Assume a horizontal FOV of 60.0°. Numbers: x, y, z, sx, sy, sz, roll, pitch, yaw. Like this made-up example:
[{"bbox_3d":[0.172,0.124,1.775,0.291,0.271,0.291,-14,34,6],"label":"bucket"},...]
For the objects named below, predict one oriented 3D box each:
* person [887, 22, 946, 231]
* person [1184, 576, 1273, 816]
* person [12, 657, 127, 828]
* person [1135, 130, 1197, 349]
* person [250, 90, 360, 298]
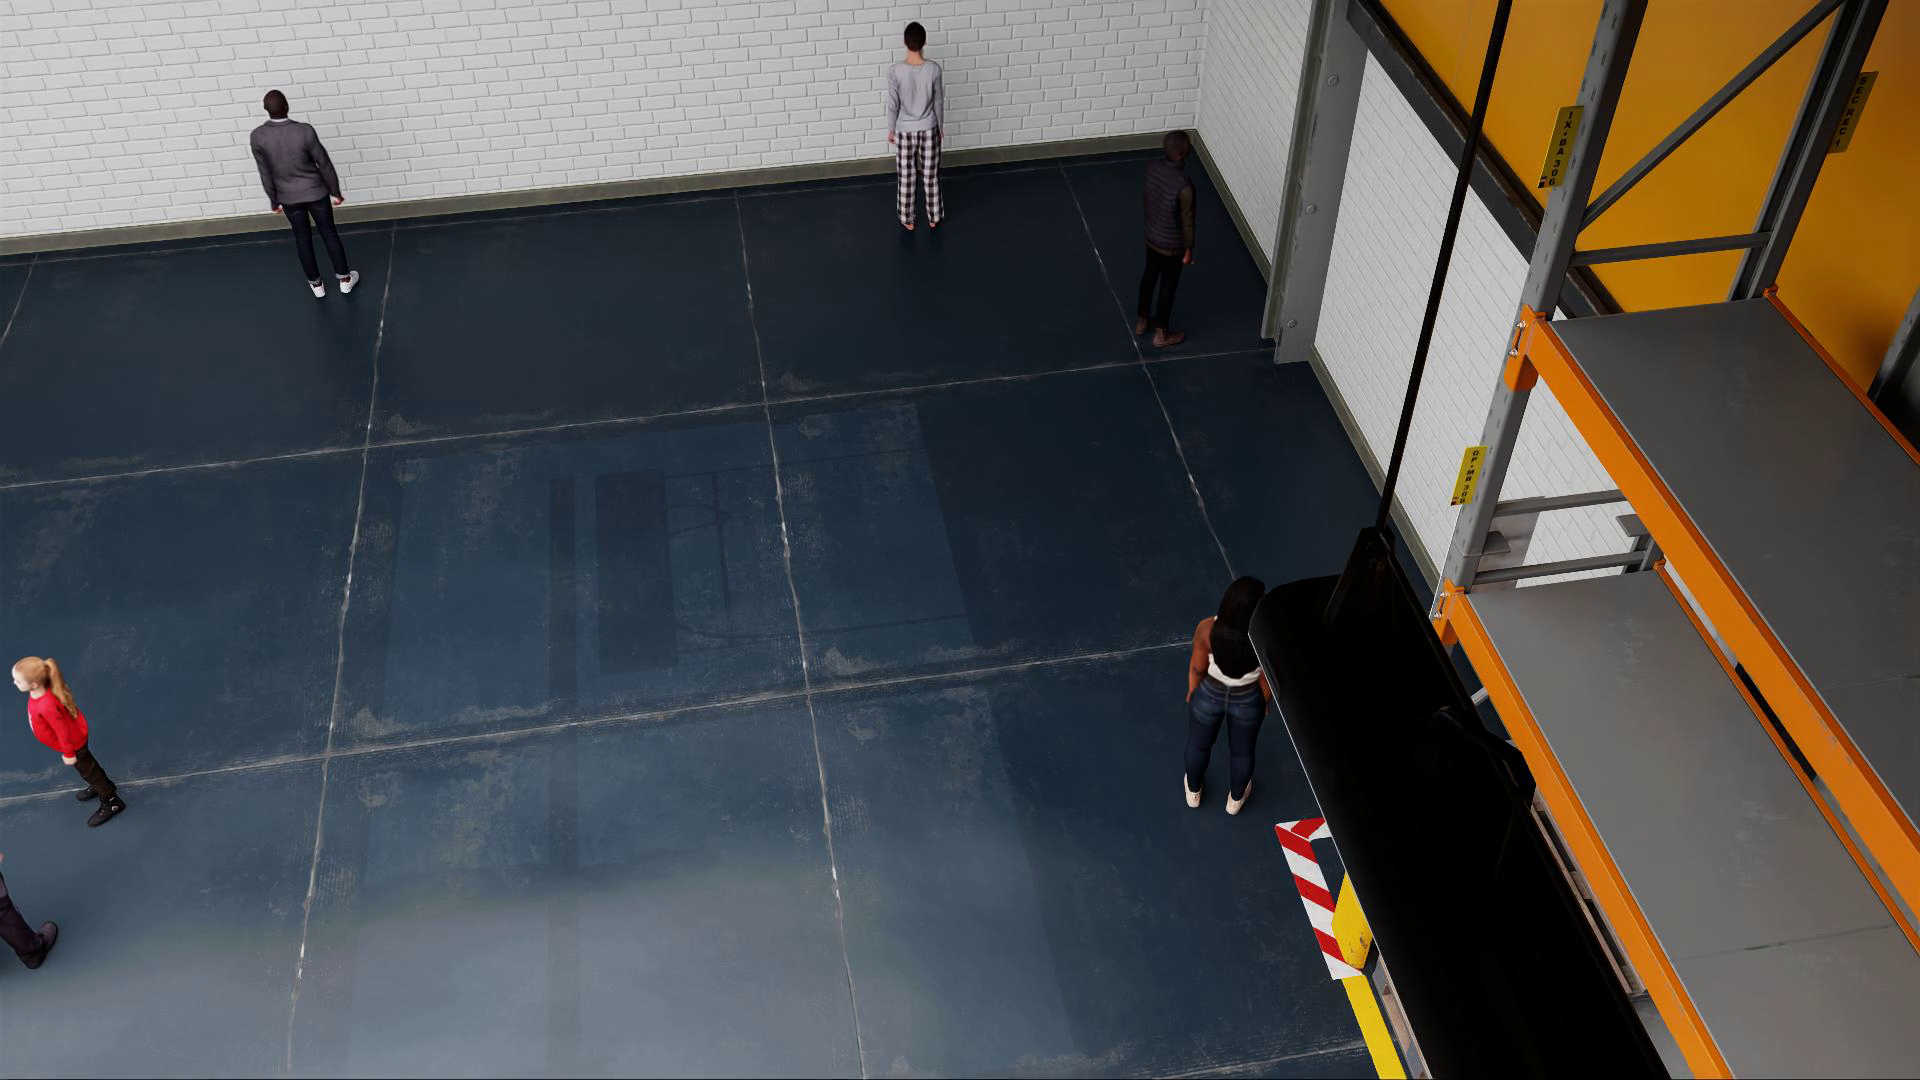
[{"bbox_3d":[-0.367,-3.474,14.043,0.621,1.847,0.532,-6,44,-7],"label":"person"},{"bbox_3d":[1.532,0.897,9.484,0.738,1.808,0.743,11,45,11],"label":"person"},{"bbox_3d":[-5.164,1.137,9.613,0.632,1.281,0.539,-26,49,-25],"label":"person"},{"bbox_3d":[1.589,-2.338,12.860,0.834,1.835,0.666,-25,49,-24],"label":"person"},{"bbox_3d":[-5.260,-2.761,13.317,0.719,1.817,0.570,-8,44,-8],"label":"person"}]
